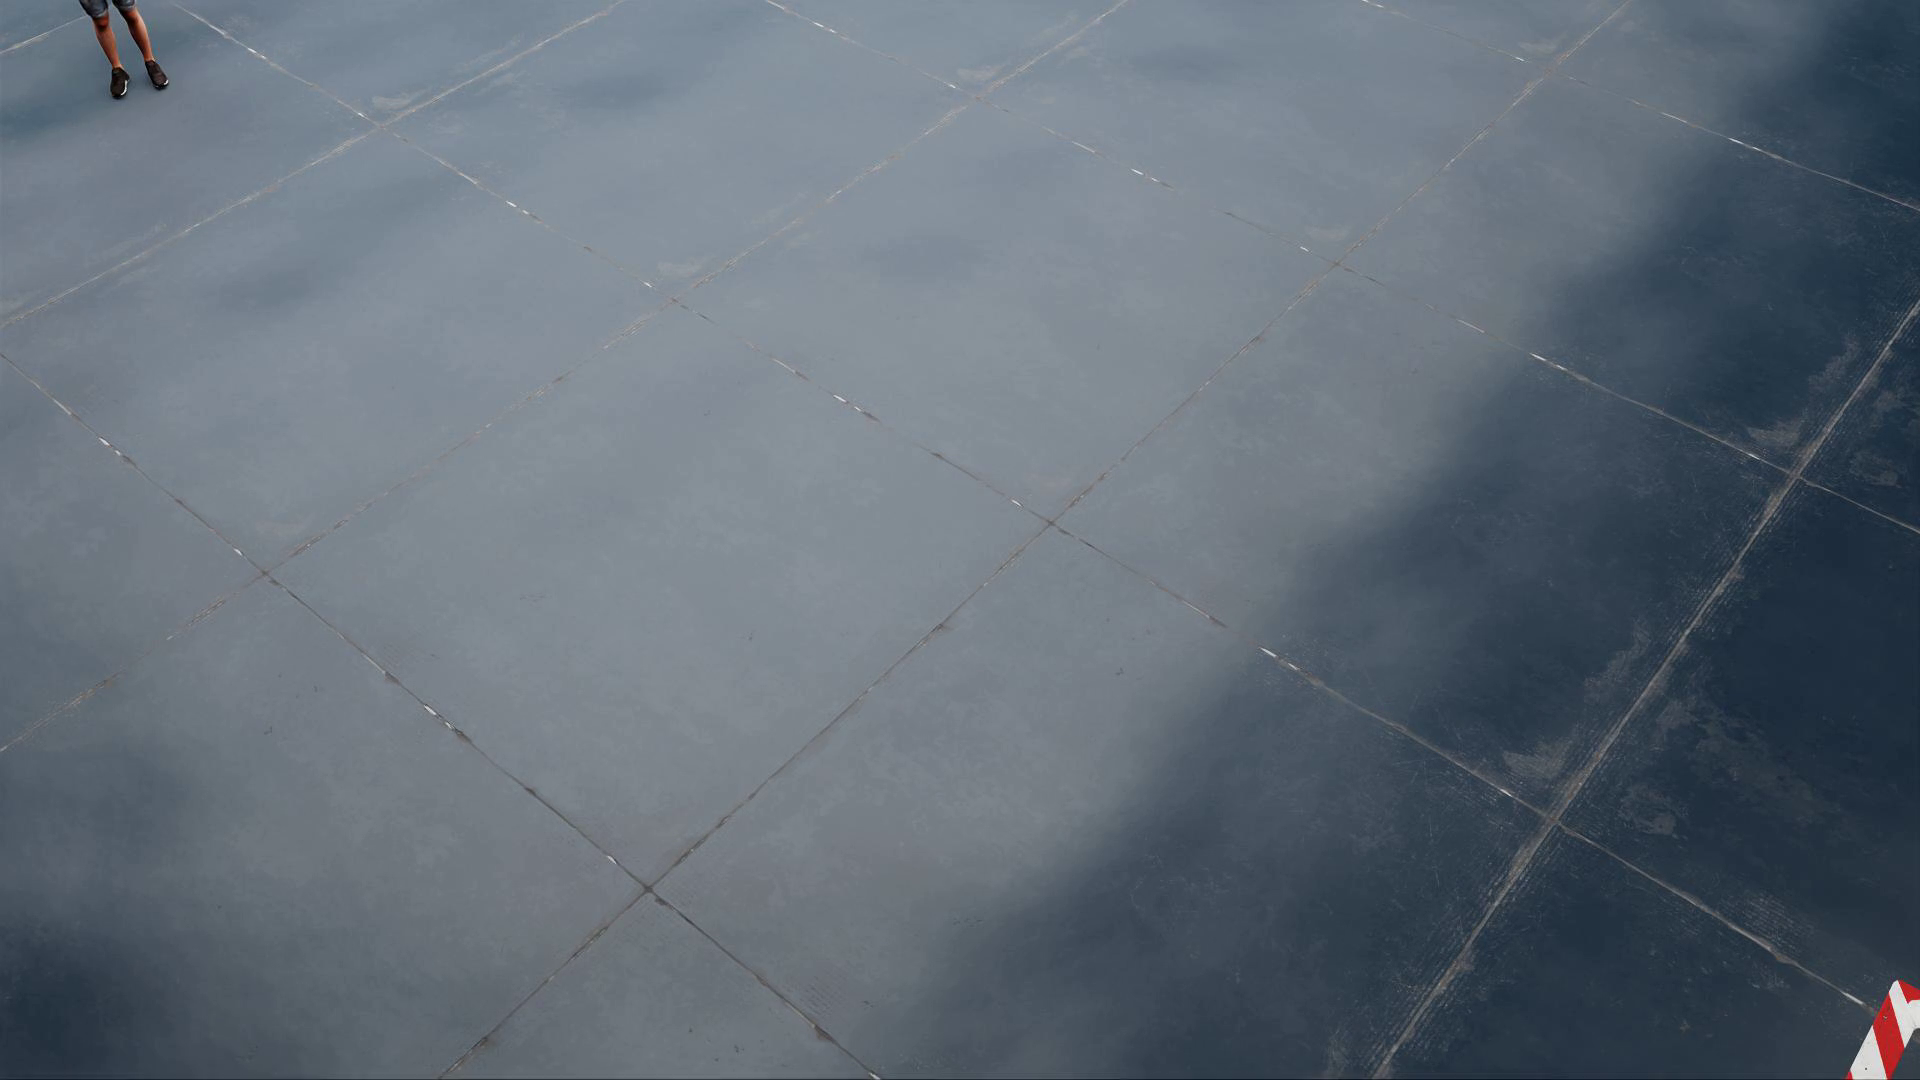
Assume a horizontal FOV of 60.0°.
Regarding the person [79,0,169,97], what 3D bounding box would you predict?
[{"bbox_3d":[-5.980,-3.986,11.493,0.750,1.846,0.719,-18,50,-16],"label":"person"}]
